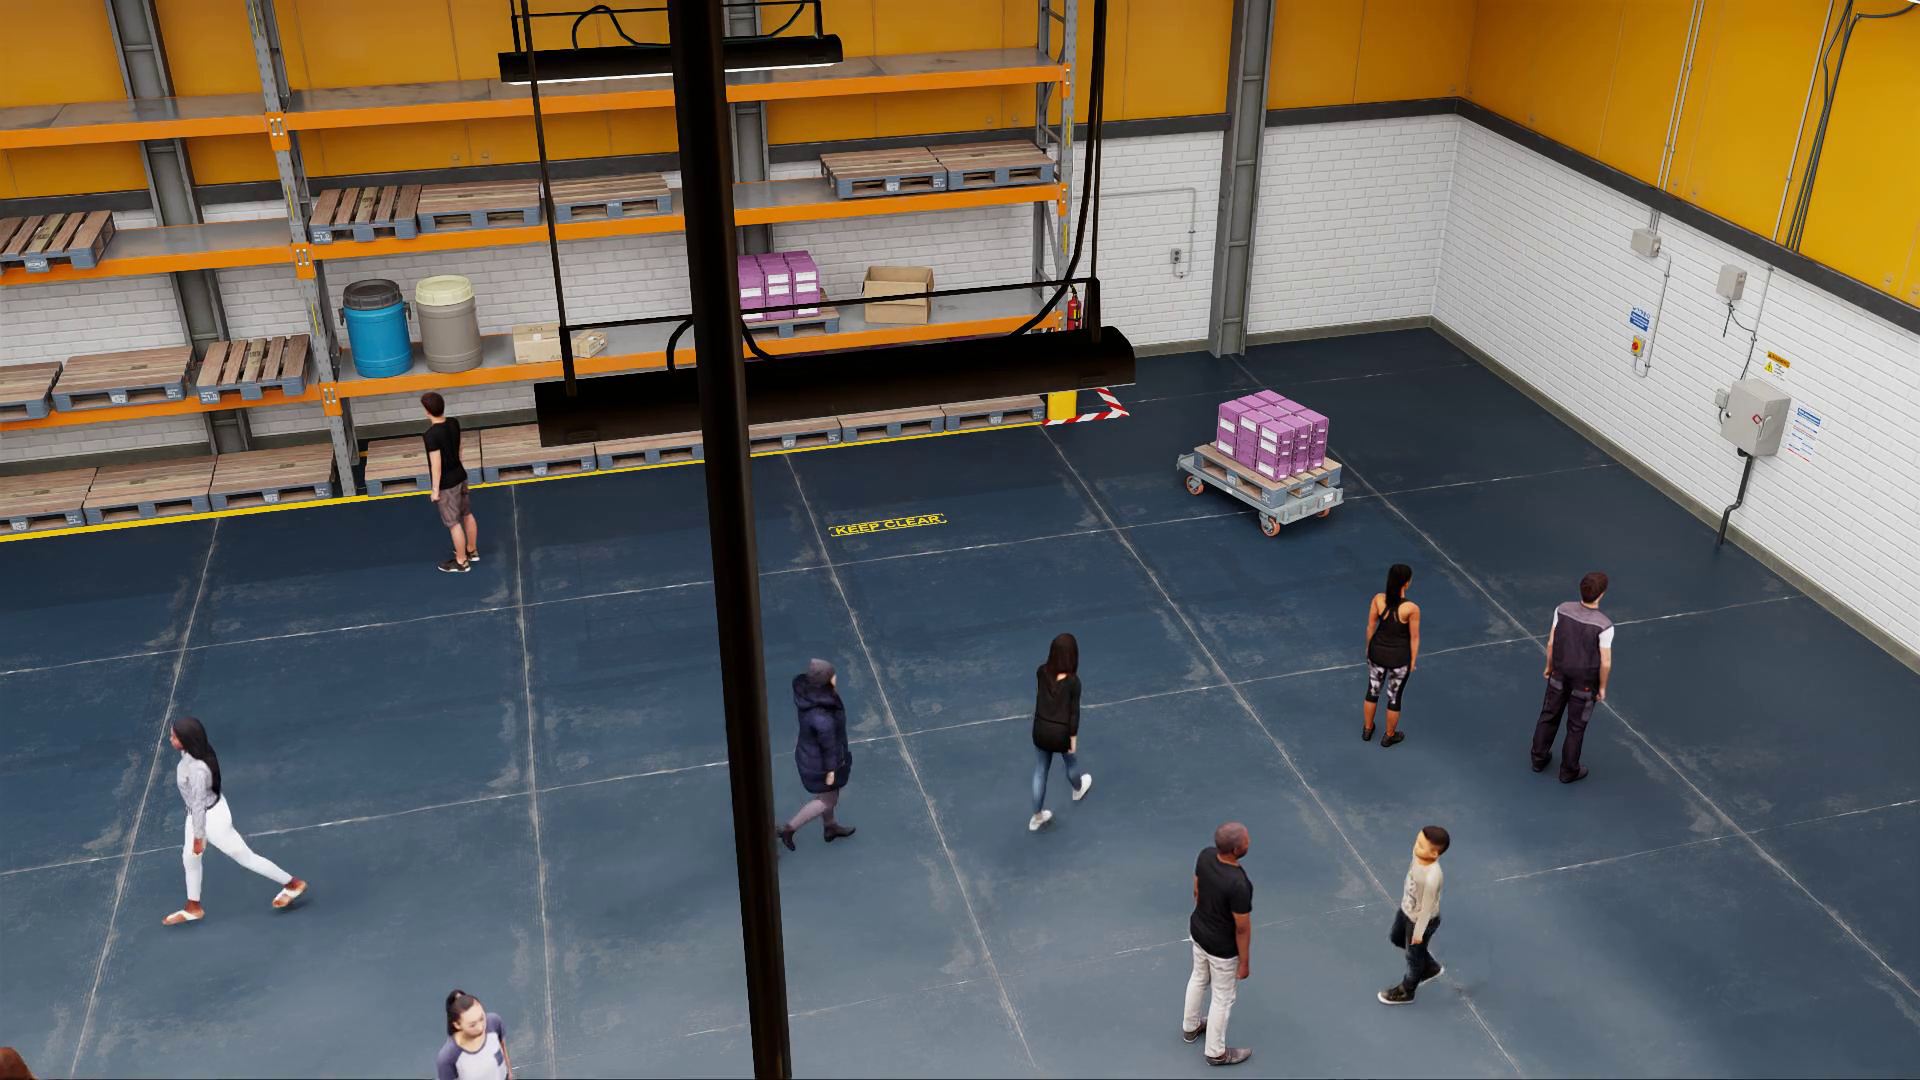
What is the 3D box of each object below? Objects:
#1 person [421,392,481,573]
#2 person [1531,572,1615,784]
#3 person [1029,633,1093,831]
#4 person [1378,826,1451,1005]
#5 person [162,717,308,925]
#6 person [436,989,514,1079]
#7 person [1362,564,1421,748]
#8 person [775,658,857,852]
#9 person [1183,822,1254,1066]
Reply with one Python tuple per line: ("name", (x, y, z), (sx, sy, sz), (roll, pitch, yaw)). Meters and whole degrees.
("person", (-4.933, -0.573, 16.096), (0.777, 1.861, 0.767), (8, 30, 14))
("person", (4.841, 1.067, 13.104), (0.753, 1.848, 0.755), (-25, 37, -38))
("person", (0.687, 1.484, 12.583), (0.958, 1.615, 1.017), (15, 32, 25))
("person", (3.084, 2.465, 10.949), (0.732, 1.458, 0.642), (-1, 29, -1))
("person", (-5.128, 1.964, 11.638), (1.240, 1.677, 0.730), (-12, 31, -20))
("person", (-2.763, 3.176, 9.461), (0.863, 1.634, 0.815), (22, 36, 35))
("person", (3.501, 0.922, 13.551), (0.658, 1.674, 0.693), (20, 35, 33))
("person", (-1.096, 1.618, 12.291), (0.917, 1.660, 0.719), (-11, 31, -19))
("person", (1.627, 2.519, 10.489), (0.655, 1.804, 0.716), (-14, 32, -24))
